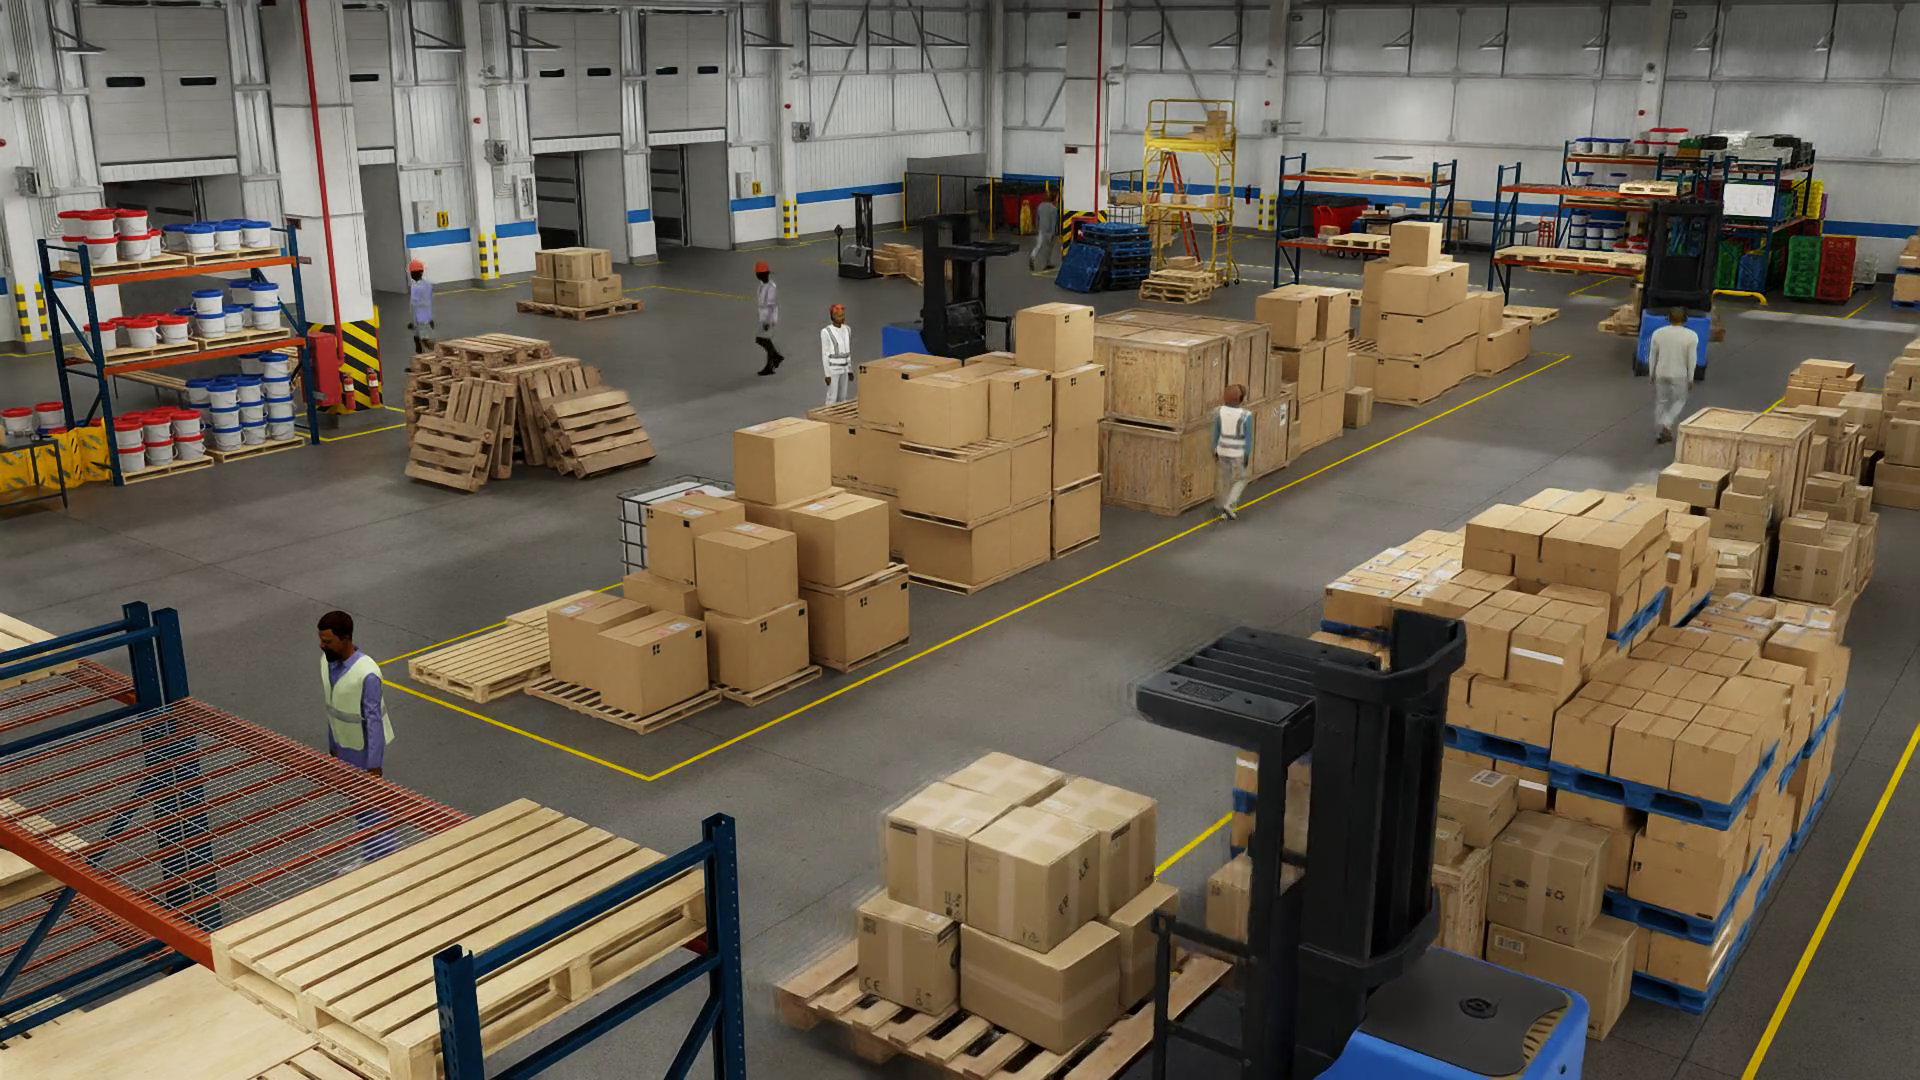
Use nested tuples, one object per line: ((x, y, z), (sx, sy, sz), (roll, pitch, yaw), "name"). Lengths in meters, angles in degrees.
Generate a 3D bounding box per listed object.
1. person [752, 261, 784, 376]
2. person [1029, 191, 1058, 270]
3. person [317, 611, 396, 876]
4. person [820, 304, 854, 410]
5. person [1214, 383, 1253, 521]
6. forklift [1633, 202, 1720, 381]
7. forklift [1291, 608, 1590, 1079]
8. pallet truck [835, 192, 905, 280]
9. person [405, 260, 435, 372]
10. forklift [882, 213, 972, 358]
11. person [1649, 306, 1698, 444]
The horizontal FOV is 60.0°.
((-3.190, -3.684, 27.623), (0.498, 1.916, 0.540), (-11, 20, -33), "person")
((2.022, -7.440, 40.094), (0.821, 1.901, 0.660), (-15, 23, -41), "person")
((-3.956, 1.358, 10.940), (0.590, 1.910, 0.406), (14, 22, 39), "person")
((-1.704, -2.362, 23.298), (0.355, 1.882, 0.575), (11, 20, 33), "person")
((3.146, -0.999, 19.221), (0.519, 1.629, 0.386), (14, 22, 38), "person")
((11.926, -4.173, 27.594), (1.129, 2.768, 1.873), (6, 18, 20), "forklift")
((1.962, 1.775, 7.896), (1.873, 2.768, 1.129), (12, 21, 35), "forklift")
((-1.936, -7.159, 38.982), (1.885, 1.965, 0.823), (-12, 21, -34), "pallet truck")
((-8.915, -3.711, 27.732), (0.861, 1.909, 0.544), (1, 17, 2), "person")
((-0.224, -3.638, 25.821), (1.873, 2.768, 1.129), (12, 21, 35), "forklift")
((9.792, -2.262, 22.880), (0.427, 1.929, 0.651), (-16, 23, -42), "person")
